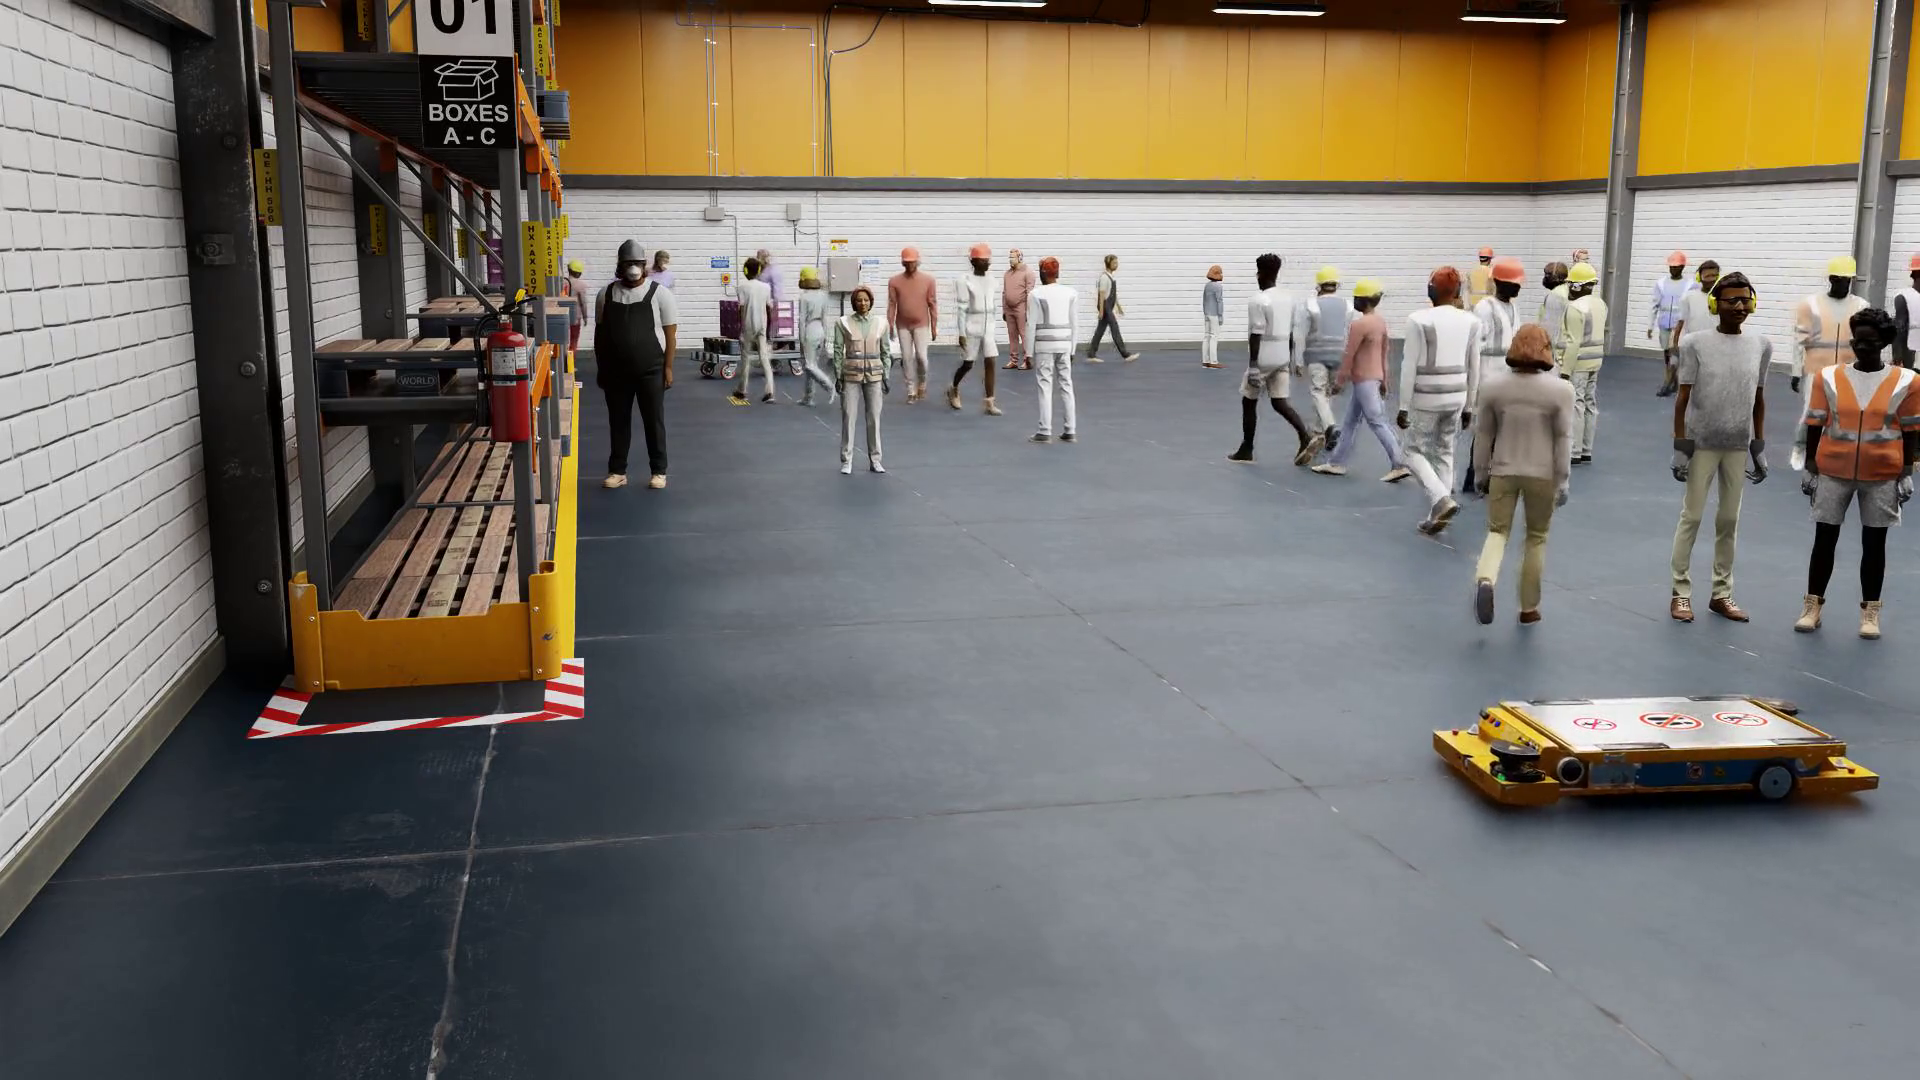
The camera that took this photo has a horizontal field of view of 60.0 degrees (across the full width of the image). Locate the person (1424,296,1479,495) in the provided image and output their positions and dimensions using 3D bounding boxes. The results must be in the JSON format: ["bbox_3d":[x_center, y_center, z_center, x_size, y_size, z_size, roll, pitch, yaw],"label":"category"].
[{"bbox_3d":[3.919,-1.166,13.356,0.511,1.619,0.450,6,12,28],"label":"person"}]

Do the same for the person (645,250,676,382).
[{"bbox_3d":[-4.468,-3.252,24.138,0.699,1.896,0.851,-6,12,-30],"label":"person"}]

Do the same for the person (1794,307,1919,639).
[{"bbox_3d":[4.604,-0.339,8.529,0.539,1.698,0.318,6,12,32],"label":"person"}]

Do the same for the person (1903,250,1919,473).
[{"bbox_3d":[8.373,-1.533,14.416,0.749,1.953,0.642,7,13,35],"label":"person"}]

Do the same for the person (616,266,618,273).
[{"bbox_3d":[-5.181,-3.442,25.747,0.495,1.678,0.552,-4,11,-20],"label":"person"}]

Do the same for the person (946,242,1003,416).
[{"bbox_3d":[0.177,-2.485,19.568,0.615,2.019,0.930,-6,12,-32],"label":"person"}]

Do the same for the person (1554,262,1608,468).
[{"bbox_3d":[5.550,-1.565,14.948,0.587,1.835,0.404,-10,14,-44],"label":"person"}]

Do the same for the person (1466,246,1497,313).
[{"bbox_3d":[8.540,-3.824,27.210,0.542,1.932,0.384,8,13,37],"label":"person"}]

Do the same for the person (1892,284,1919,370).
[{"bbox_3d":[9.408,-1.855,16.414,0.599,1.894,0.817,-3,11,-19],"label":"person"}]

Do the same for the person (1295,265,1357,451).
[{"bbox_3d":[3.590,-1.781,16.259,0.600,1.803,0.856,-2,10,-13],"label":"person"}]

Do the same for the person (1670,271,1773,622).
[{"bbox_3d":[4.066,-0.489,8.891,0.513,1.872,0.328,0,10,-2],"label":"person"}]

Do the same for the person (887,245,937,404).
[{"bbox_3d":[-0.602,-2.661,20.631,0.629,1.972,0.439,1,10,6],"label":"person"}]

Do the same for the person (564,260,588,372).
[{"bbox_3d":[-6.003,-3.449,25.675,0.561,1.726,0.340,3,11,15],"label":"person"}]

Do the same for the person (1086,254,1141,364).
[{"bbox_3d":[2.513,-3.784,27.349,0.959,1.793,0.513,3,11,14],"label":"person"}]

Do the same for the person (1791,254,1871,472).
[{"bbox_3d":[7.357,-1.452,14.088,0.603,1.915,0.512,1,10,7],"label":"person"}]

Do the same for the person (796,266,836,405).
[{"bbox_3d":[-1.760,-2.481,20.340,0.667,1.721,0.492,7,12,34],"label":"person"}]

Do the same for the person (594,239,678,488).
[{"bbox_3d":[-2.682,-1.432,13.639,0.688,2.000,0.539,1,10,6],"label":"person"}]

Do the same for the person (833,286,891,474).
[{"bbox_3d":[-0.857,-1.398,14.562,0.511,1.641,0.308,-3,11,-14],"label":"person"}]

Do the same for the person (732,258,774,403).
[{"bbox_3d":[-2.591,-2.646,21.001,0.546,1.817,0.998,-7,12,-33],"label":"person"}]

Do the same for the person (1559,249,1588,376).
[{"bbox_3d":[9.165,-3.362,24.737,0.641,1.902,0.402,-8,13,-38],"label":"person"}]

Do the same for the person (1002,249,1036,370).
[{"bbox_3d":[0.893,-3.626,26.205,0.402,1.901,0.647,-9,14,-42],"label":"person"}]

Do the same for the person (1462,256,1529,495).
[{"bbox_3d":[4.292,-1.282,13.173,0.667,1.901,0.694,10,14,43],"label":"person"}]

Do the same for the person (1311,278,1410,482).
[{"bbox_3d":[3.464,-1.361,14.150,0.937,1.721,0.527,7,12,34],"label":"person"}]

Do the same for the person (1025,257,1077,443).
[{"bbox_3d":[0.925,-1.907,16.767,0.589,1.873,0.374,-5,11,-26],"label":"person"}]

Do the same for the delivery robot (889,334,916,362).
[{"bbox_3d":[-1.024,-3.025,26.323,0.707,0.478,0.477,-4,11,-20],"label":"delivery robot"}]

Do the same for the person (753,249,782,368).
[{"bbox_3d":[-3.183,-3.695,26.616,0.706,1.880,0.656,-7,12,-33],"label":"person"}]

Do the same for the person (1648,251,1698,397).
[{"bbox_3d":[9.420,-2.855,21.940,0.566,1.904,0.953,8,13,39],"label":"person"}]

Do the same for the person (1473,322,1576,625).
[{"bbox_3d":[2.908,-0.320,8.664,0.500,1.616,0.593,6,12,31],"label":"person"}]

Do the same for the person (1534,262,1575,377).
[{"bbox_3d":[6.193,-1.957,17.172,0.722,1.818,0.634,5,12,27],"label":"person"}]

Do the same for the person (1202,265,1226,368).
[{"bbox_3d":[4.041,-3.548,26.493,0.285,1.634,0.499,-4,11,-20],"label":"person"}]

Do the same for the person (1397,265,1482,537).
[{"bbox_3d":[3.274,-0.925,11.315,0.594,1.862,0.493,-3,11,-16],"label":"person"}]

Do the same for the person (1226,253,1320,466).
[{"bbox_3d":[2.852,-1.616,15.000,0.615,1.936,0.870,-9,13,-40],"label":"person"}]

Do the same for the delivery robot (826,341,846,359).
[{"bbox_3d":[-1.764,-3.022,26.308,0.707,0.478,0.477,1,10,5],"label":"delivery robot"}]

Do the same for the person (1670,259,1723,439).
[{"bbox_3d":[7.402,-1.867,16.591,0.570,1.848,0.439,1,10,6],"label":"person"}]

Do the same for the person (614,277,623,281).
[{"bbox_3d":[-4.914,-3.337,24.836,0.577,1.816,0.909,-6,12,-32],"label":"person"}]

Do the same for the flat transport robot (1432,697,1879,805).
[{"bbox_3d":[2.602,0.780,6.287,1.431,0.197,0.652,-1,10,-6],"label":"flat transport robot"}]
